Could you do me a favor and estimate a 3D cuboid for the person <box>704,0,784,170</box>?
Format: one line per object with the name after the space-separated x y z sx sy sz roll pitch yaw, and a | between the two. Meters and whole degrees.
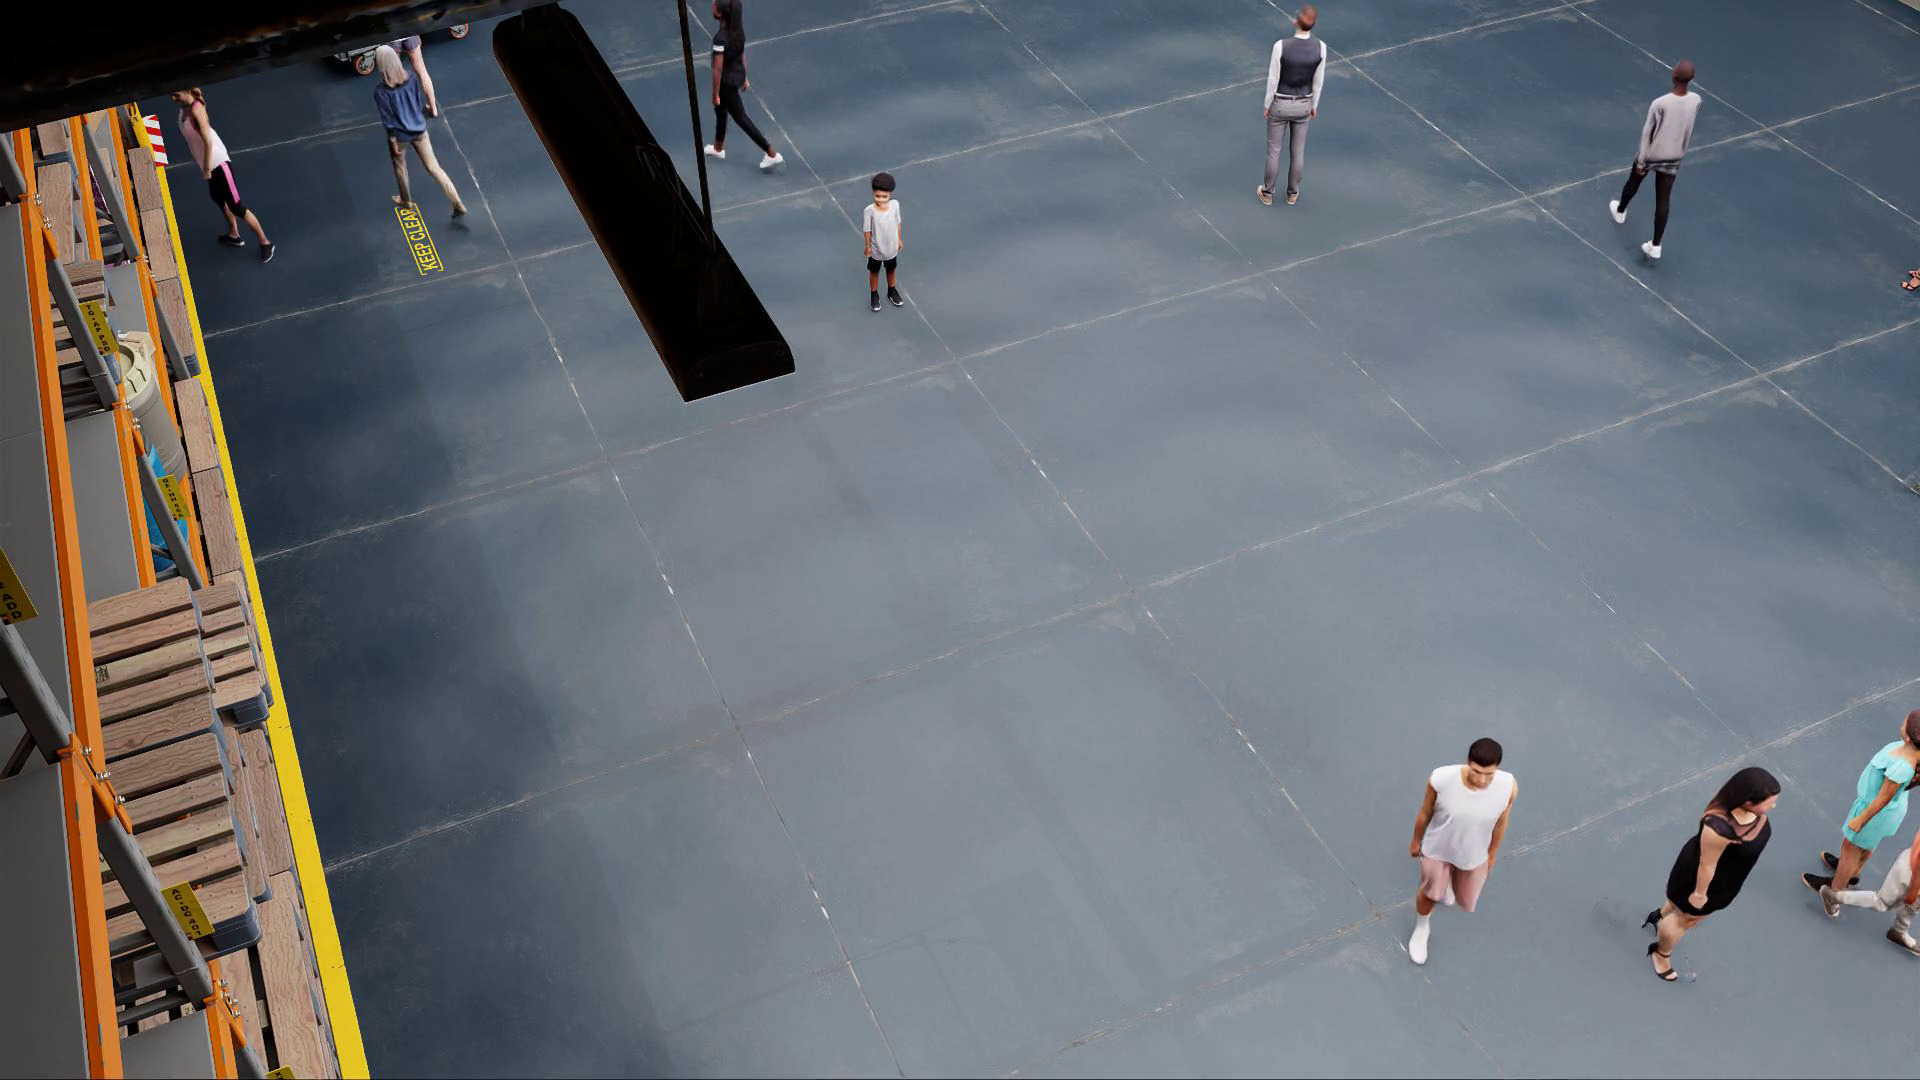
-2.065 -4.230 15.532 1.169 1.692 1.135 12 45 13 | person

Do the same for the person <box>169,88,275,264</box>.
-6.503 -3.297 14.500 0.955 1.766 0.664 -16 46 -16 | person

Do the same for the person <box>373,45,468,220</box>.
-4.874 -3.595 14.888 1.224 1.661 0.999 26 50 25 | person

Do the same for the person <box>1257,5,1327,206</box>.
2.998 -3.928 15.041 0.741 1.933 0.728 1 44 1 | person

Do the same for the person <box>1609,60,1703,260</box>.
6.163 -3.294 14.524 0.950 1.728 1.261 -1 44 -1 | person

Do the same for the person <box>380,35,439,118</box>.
-5.463 -4.892 16.173 0.636 1.767 0.624 -29 51 -27 | person

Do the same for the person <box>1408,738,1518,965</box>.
2.784 1.642 9.308 0.896 1.776 0.982 9 44 9 | person

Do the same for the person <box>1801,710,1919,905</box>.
5.297 1.529 9.585 0.588 1.557 0.579 -28 50 -26 | person

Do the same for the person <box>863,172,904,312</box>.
-0.649 -2.545 14.079 0.501 1.257 0.492 -14 45 -15 | person

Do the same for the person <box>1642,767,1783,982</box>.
4.106 1.806 9.178 0.741 1.718 0.748 30 51 28 | person

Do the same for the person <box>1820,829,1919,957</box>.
5.363 1.849 9.441 0.934 1.292 0.735 28 50 27 | person
